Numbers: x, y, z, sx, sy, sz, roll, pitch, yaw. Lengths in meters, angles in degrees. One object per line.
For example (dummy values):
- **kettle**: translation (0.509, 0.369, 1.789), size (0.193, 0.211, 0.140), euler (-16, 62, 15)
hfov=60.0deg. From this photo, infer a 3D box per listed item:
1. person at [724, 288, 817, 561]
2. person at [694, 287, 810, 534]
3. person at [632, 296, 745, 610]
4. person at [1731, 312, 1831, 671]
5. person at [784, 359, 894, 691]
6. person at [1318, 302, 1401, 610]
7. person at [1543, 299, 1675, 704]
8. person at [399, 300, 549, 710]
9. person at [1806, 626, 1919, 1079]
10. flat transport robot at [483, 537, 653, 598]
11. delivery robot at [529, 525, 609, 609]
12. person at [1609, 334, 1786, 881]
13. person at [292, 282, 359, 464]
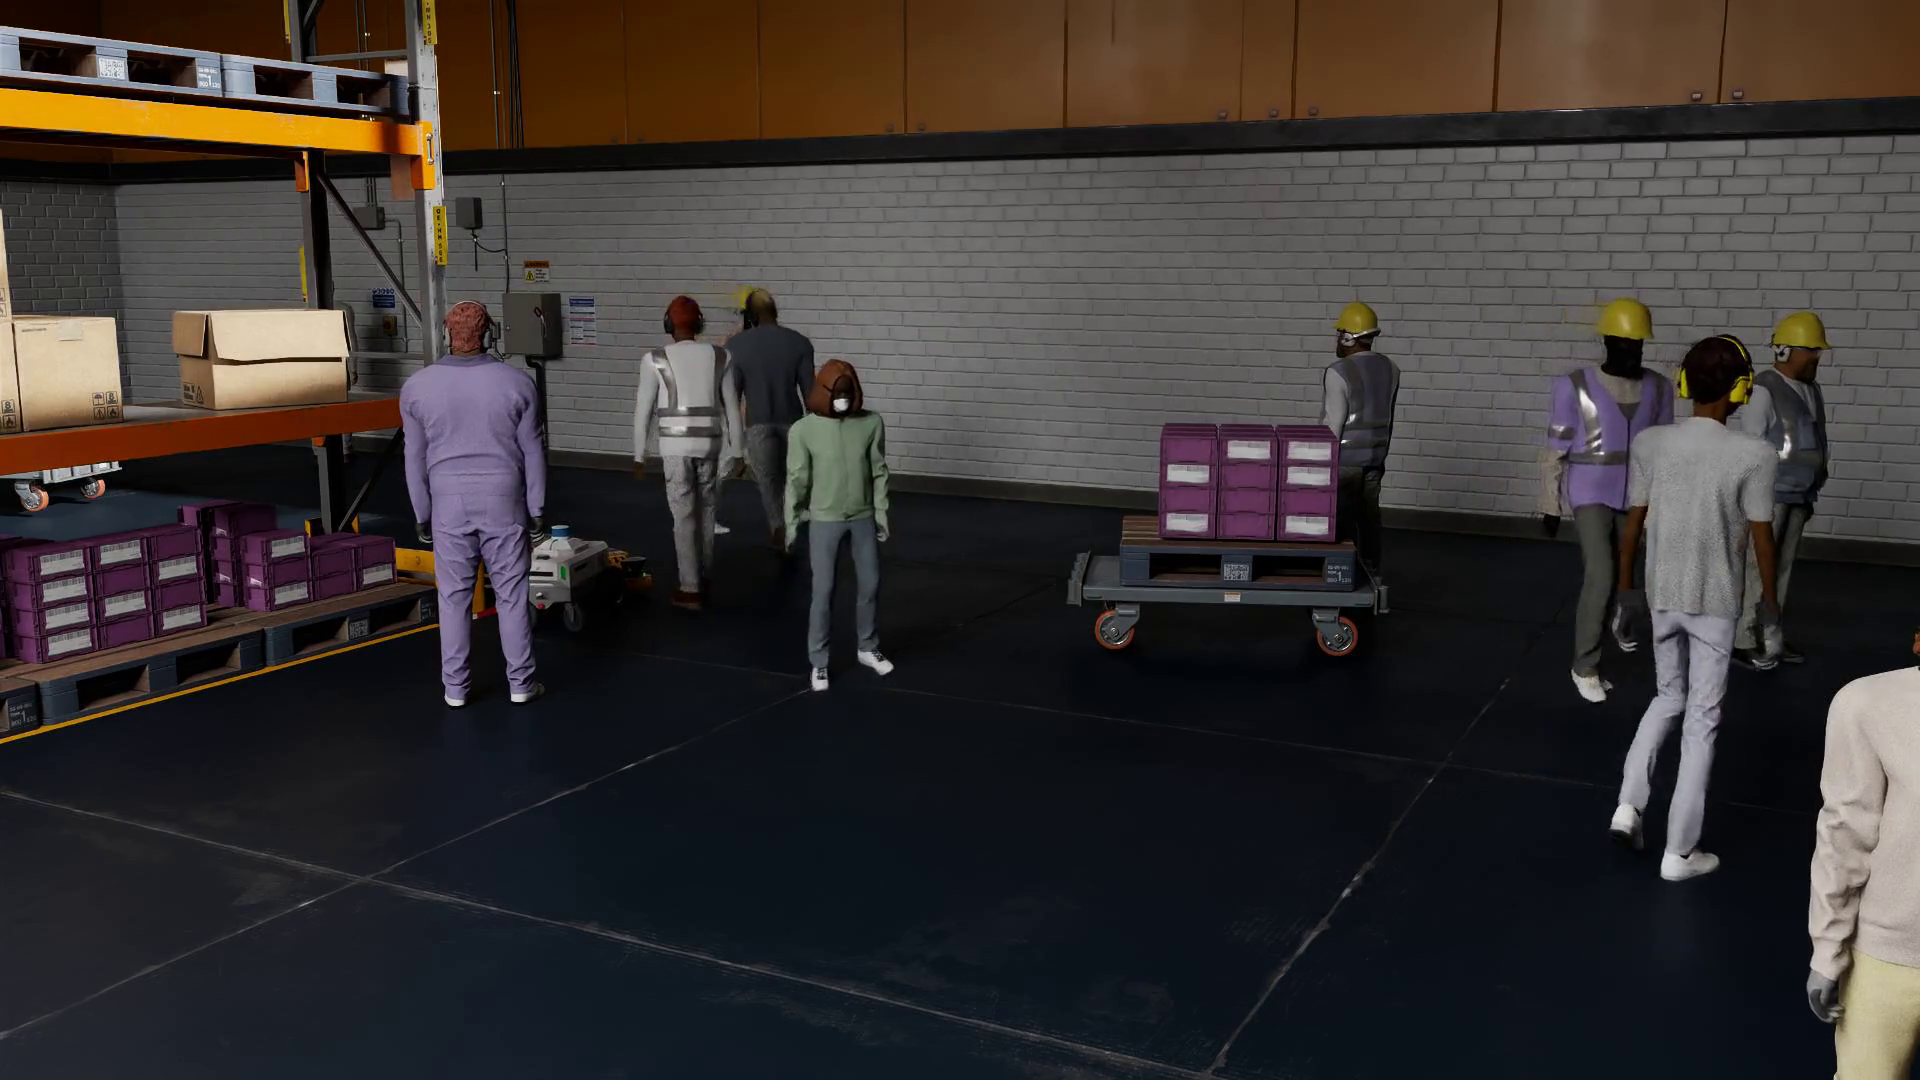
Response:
- **person**: translation (-1.284, -0.790, 11.513), size (0.661, 1.895, 0.918), euler (-3, 10, -16)
- **person**: translation (-1.572, -0.967, 12.581), size (1.057, 1.863, 0.609), euler (-1, 10, -5)
- **person**: translation (-1.649, -0.532, 10.068), size (0.669, 1.857, 0.662), euler (-5, 11, -28)
- **person**: translation (4.215, -0.249, 8.531), size (0.601, 1.827, 0.404), euler (-7, 12, -36)
- **person**: translation (-0.590, -0.087, 8.189), size (0.618, 1.620, 0.442), euler (-5, 11, -25)
- **person**: translation (2.350, -0.502, 9.970), size (0.594, 1.837, 0.404), euler (-8, 12, -38)
- **person**: translation (3.127, -0.182, 7.909), size (0.589, 1.903, 0.658), euler (-2, 10, -13)
- **person**: translation (-2.241, -0.155, 7.763), size (0.643, 1.909, 0.410), euler (-2, 10, -9)
- **person**: translation (1.836, 0.795, 3.079), size (0.497, 1.629, 0.277), euler (4, 10, 20)
- **flat transport robot**: translation (-2.656, 0.155, 10.695), size (0.652, 0.197, 1.431), euler (-9, 14, -44)
- **delivery robot**: translation (-2.295, 0.158, 9.584), size (0.477, 0.478, 0.707), euler (2, 10, 9)
- **person**: translation (2.508, 0.241, 5.627), size (0.386, 1.857, 0.535), euler (-7, 12, -35)
- **person**: translation (-6.409, -1.735, 16.814), size (0.630, 1.938, 0.369), euler (-2, 10, -10)
